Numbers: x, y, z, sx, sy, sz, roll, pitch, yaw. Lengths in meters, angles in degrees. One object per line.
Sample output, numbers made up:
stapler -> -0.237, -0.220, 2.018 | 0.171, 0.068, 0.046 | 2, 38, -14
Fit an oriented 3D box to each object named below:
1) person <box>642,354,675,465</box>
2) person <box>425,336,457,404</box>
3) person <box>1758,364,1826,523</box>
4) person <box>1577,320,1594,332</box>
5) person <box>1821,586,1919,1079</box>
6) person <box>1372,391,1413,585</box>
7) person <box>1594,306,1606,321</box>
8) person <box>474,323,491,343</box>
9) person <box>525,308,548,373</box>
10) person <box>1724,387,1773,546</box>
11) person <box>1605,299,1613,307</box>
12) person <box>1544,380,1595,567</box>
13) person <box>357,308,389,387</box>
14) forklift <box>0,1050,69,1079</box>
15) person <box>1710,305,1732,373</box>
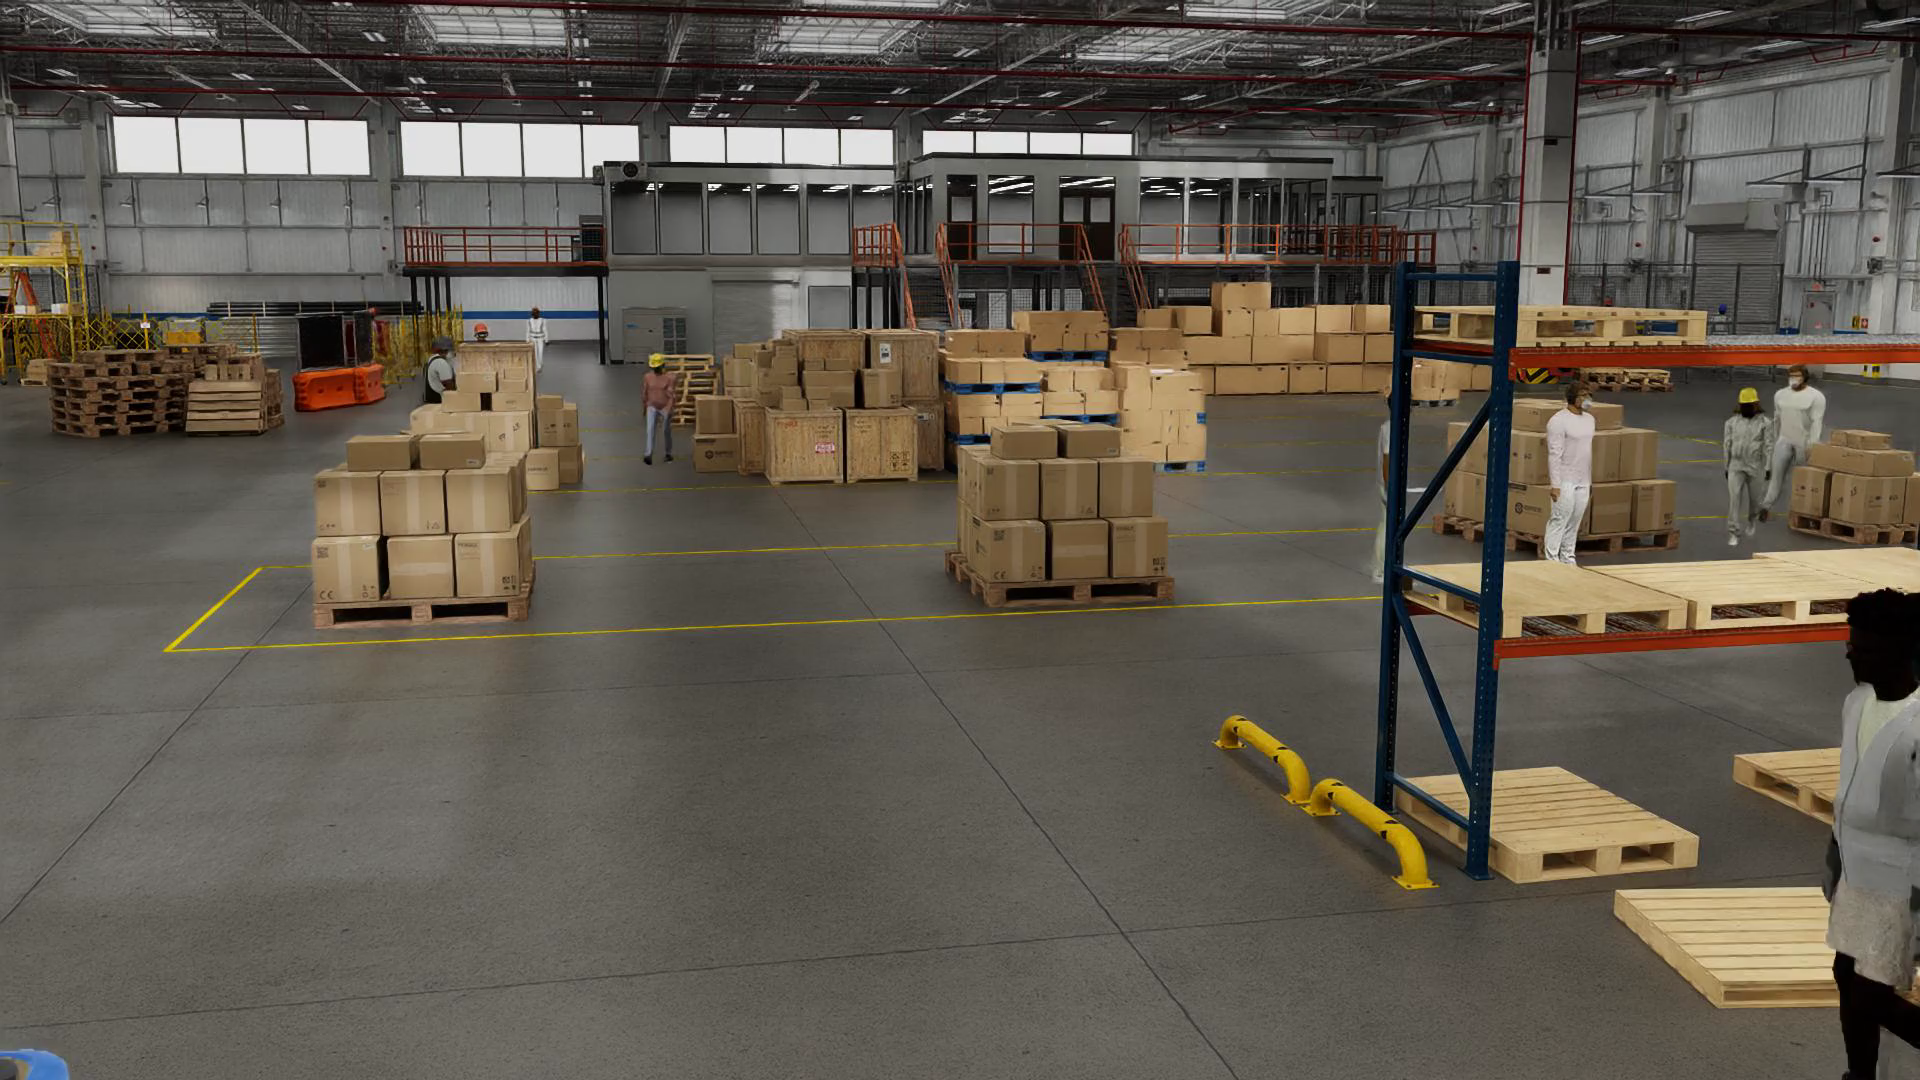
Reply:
person -> -4.607, -2.001, 25.404 | 0.537, 1.696, 0.939 | 1, 9, 5
person -> -8.042, -2.200, 25.587 | 0.978, 2.000, 0.697 | -5, 11, -27
person -> 9.744, -1.119, 19.467 | 1.066, 1.874, 0.644 | -7, 11, -35
person -> 17.733, -5.644, 47.085 | 0.665, 1.874, 0.581 | -4, 10, -23
person -> 3.178, 1.121, 5.608 | 0.512, 1.950, 0.640 | 0, 9, 0
person -> 4.102, -0.498, 15.750 | 0.310, 1.864, 0.534 | 4, 10, 25
person -> 18.231, -5.706, 47.313 | 0.591, 1.921, 0.382 | 2, 9, 10
person -> -8.672, -2.946, 30.273 | 0.609, 1.995, 0.376 | -8, 12, -39
person -> -12.067, -5.665, 47.305 | 0.597, 1.838, 0.931 | 0, 9, -2
person -> 8.588, -0.817, 18.143 | 0.493, 1.726, 0.718 | 5, 11, 28
person -> 20.413, -6.602, 52.563 | 0.614, 1.990, 0.392 | -7, 12, -36
person -> 5.808, -0.547, 15.818 | 0.632, 1.937, 0.364 | -7, 12, -37
person -> -14.889, -4.839, 41.891 | 0.811, 1.986, 0.584 | 4, 10, 25
forklift -> -2.998, 1.019, 3.409 | 1.873, 2.768, 1.129 | -2, 10, -12
person -> 21.589, -5.699, 47.195 | 0.605, 1.948, 0.389 | 8, 12, 39
